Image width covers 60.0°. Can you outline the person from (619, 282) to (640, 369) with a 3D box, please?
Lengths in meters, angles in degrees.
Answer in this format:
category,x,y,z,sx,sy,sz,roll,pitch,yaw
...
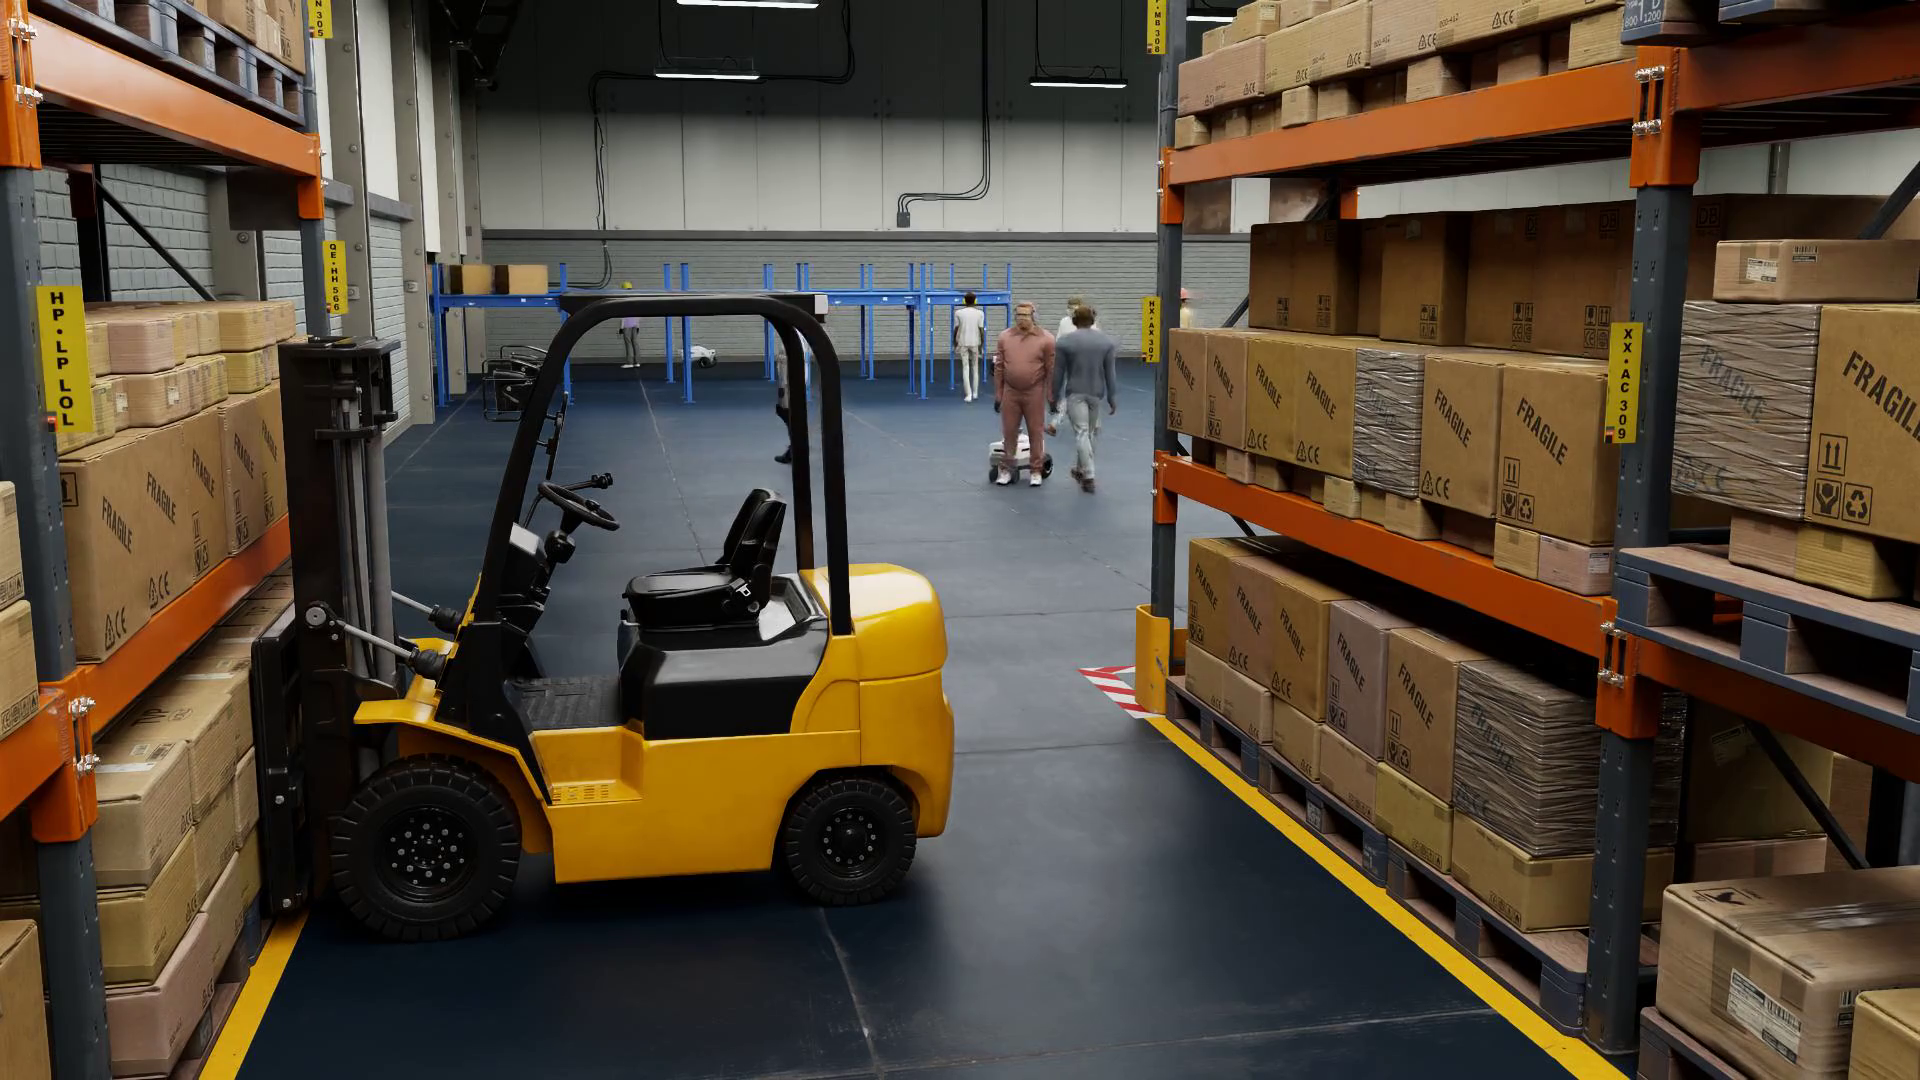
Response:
category,x,y,z,sx,sy,sz,roll,pitch,yaw
person,-7.410,-4.804,37.180,0.385,1.922,0.594,6,11,31

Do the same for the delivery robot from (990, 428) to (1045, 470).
category,x,y,z,sx,sy,sz,roll,pitch,yaw
delivery robot,0.612,-0.955,17.728,0.477,0.478,0.707,6,11,30

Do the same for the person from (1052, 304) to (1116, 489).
category,x,y,z,sx,sy,sz,roll,pitch,yaw
person,1.265,-1.483,17.103,0.639,1.880,1.045,-2,10,-13

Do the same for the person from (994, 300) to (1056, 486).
category,x,y,z,sx,sy,sz,roll,pitch,yaw
person,0.657,-1.517,17.203,0.653,1.905,0.404,3,10,16

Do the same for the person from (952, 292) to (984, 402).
category,x,y,z,sx,sy,sz,roll,pitch,yaw
person,0.134,-3.276,28.170,0.521,1.836,0.832,-1,9,-6

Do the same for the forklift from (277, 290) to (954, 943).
category,x,y,z,sx,sy,sz,roll,pitch,yaw
forklift,-1.179,0.175,6.143,2.313,2.155,1.214,-2,10,-12

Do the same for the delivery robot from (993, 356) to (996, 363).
category,x,y,z,sx,sy,sz,roll,pitch,yaw
delivery robot,1.019,-3.719,34.577,0.477,0.478,0.707,-8,12,-41

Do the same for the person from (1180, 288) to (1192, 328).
category,x,y,z,sx,sy,sz,roll,pitch,yaw
person,3.509,-3.083,26.685,0.401,1.921,0.555,-1,9,-3

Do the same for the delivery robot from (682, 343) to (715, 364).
category,x,y,z,sx,sy,sz,roll,pitch,yaw
delivery robot,-5.891,-4.183,37.408,0.707,0.478,0.477,2,10,11

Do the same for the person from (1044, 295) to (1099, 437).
category,x,y,z,sx,sy,sz,roll,pitch,yaw
person,1.472,-2.288,21.990,1.046,1.861,0.651,-5,11,-28

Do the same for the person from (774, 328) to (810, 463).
category,x,y,z,sx,sy,sz,roll,pitch,yaw
person,-1.991,-1.847,19.146,0.400,1.926,0.566,1,9,7
